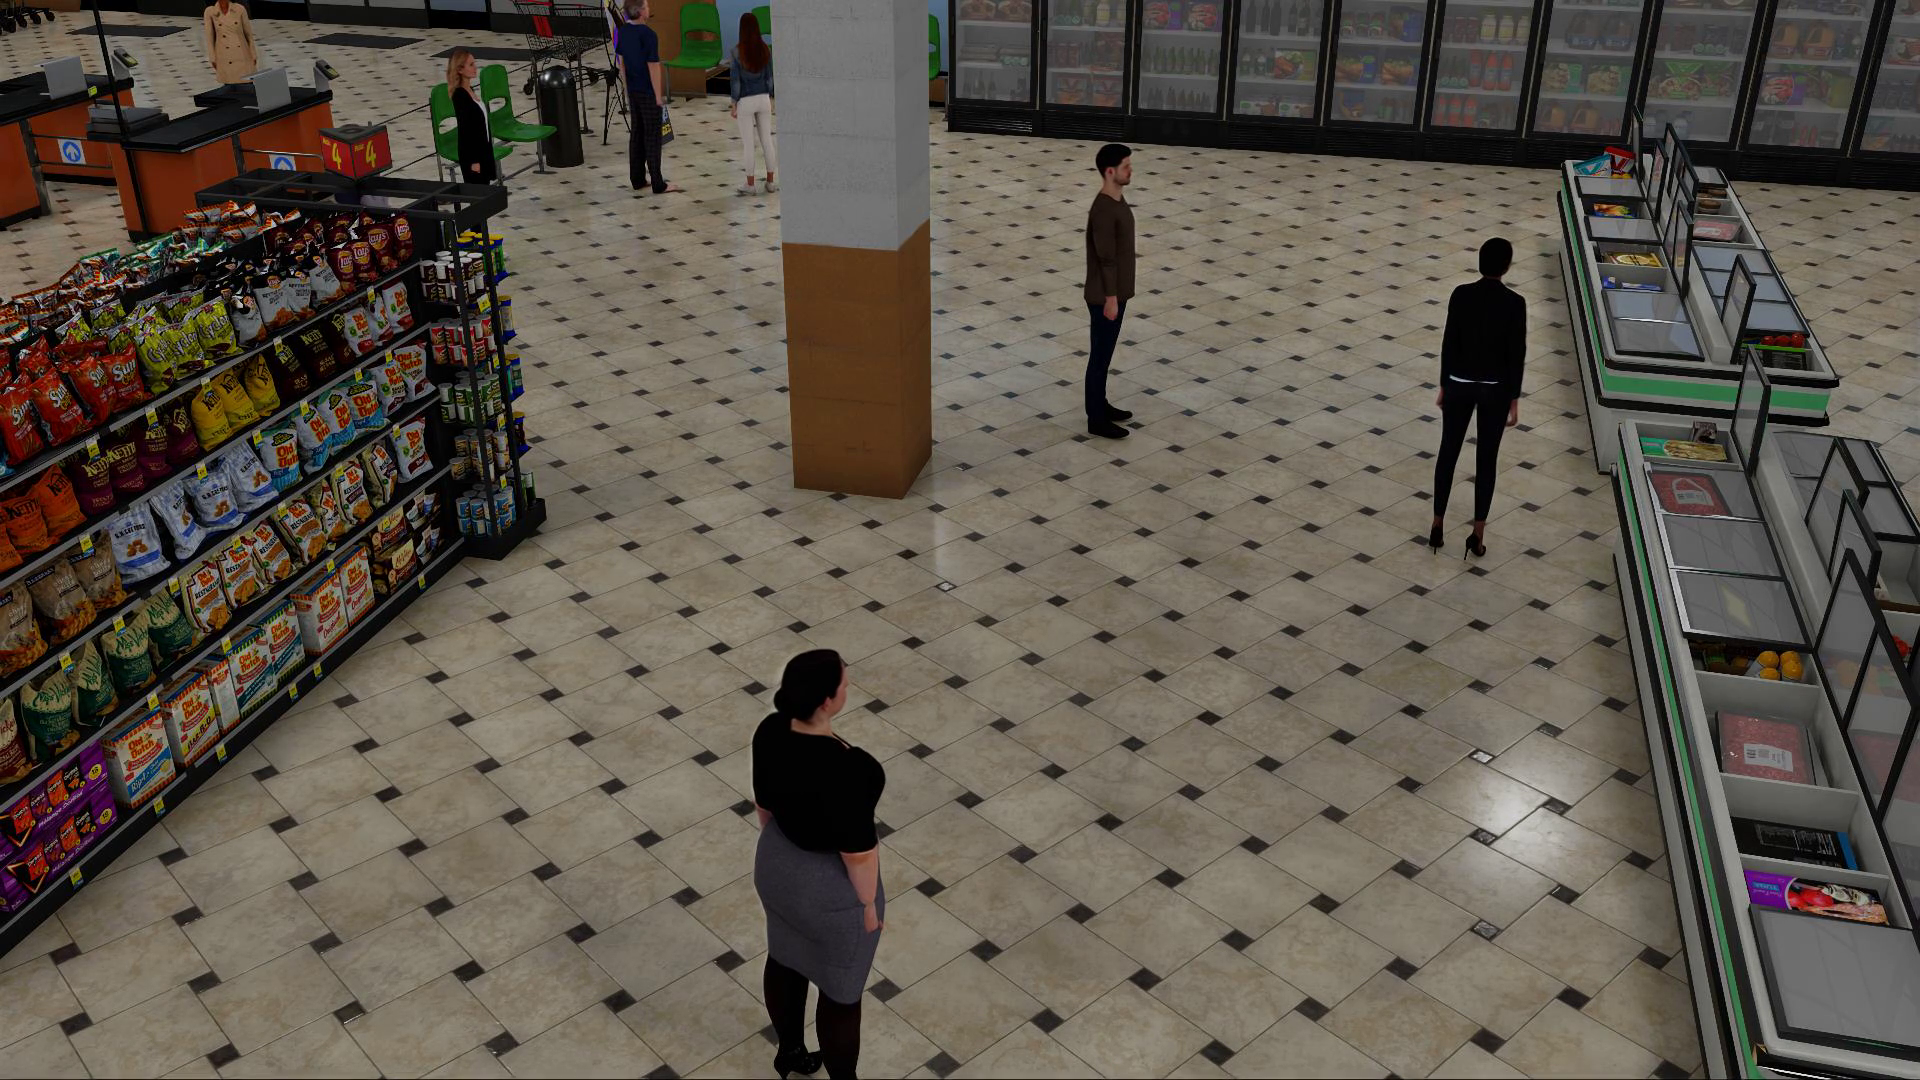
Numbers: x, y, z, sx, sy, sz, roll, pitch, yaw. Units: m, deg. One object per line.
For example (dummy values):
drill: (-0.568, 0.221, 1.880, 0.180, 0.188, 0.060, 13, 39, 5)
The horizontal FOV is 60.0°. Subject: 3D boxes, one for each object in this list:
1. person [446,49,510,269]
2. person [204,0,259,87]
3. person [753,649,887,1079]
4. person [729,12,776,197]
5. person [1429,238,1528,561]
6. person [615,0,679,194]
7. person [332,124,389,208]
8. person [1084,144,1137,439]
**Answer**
person: (-4.040, -3.153, 13.821, 0.734, 1.802, 0.596, -4, 27, -7)
person: (-7.869, -5.220, 18.030, 0.718, 1.681, 0.742, -11, 29, -20)
person: (-0.470, 1.131, 5.422, 0.793, 1.758, 0.778, -24, 35, -39)
person: (-1.972, -4.174, 15.944, 0.676, 1.703, 0.738, -15, 30, -27)
person: (2.814, -0.761, 9.070, 0.660, 1.834, 0.620, 16, 31, 29)
person: (-3.043, -4.298, 16.004, 0.737, 1.871, 0.705, 21, 34, 35)
person: (-4.055, -1.934, 11.385, 0.813, 1.830, 0.630, -1, 27, -3)
person: (0.948, -1.603, 10.669, 0.718, 1.889, 0.524, 5, 27, 10)
